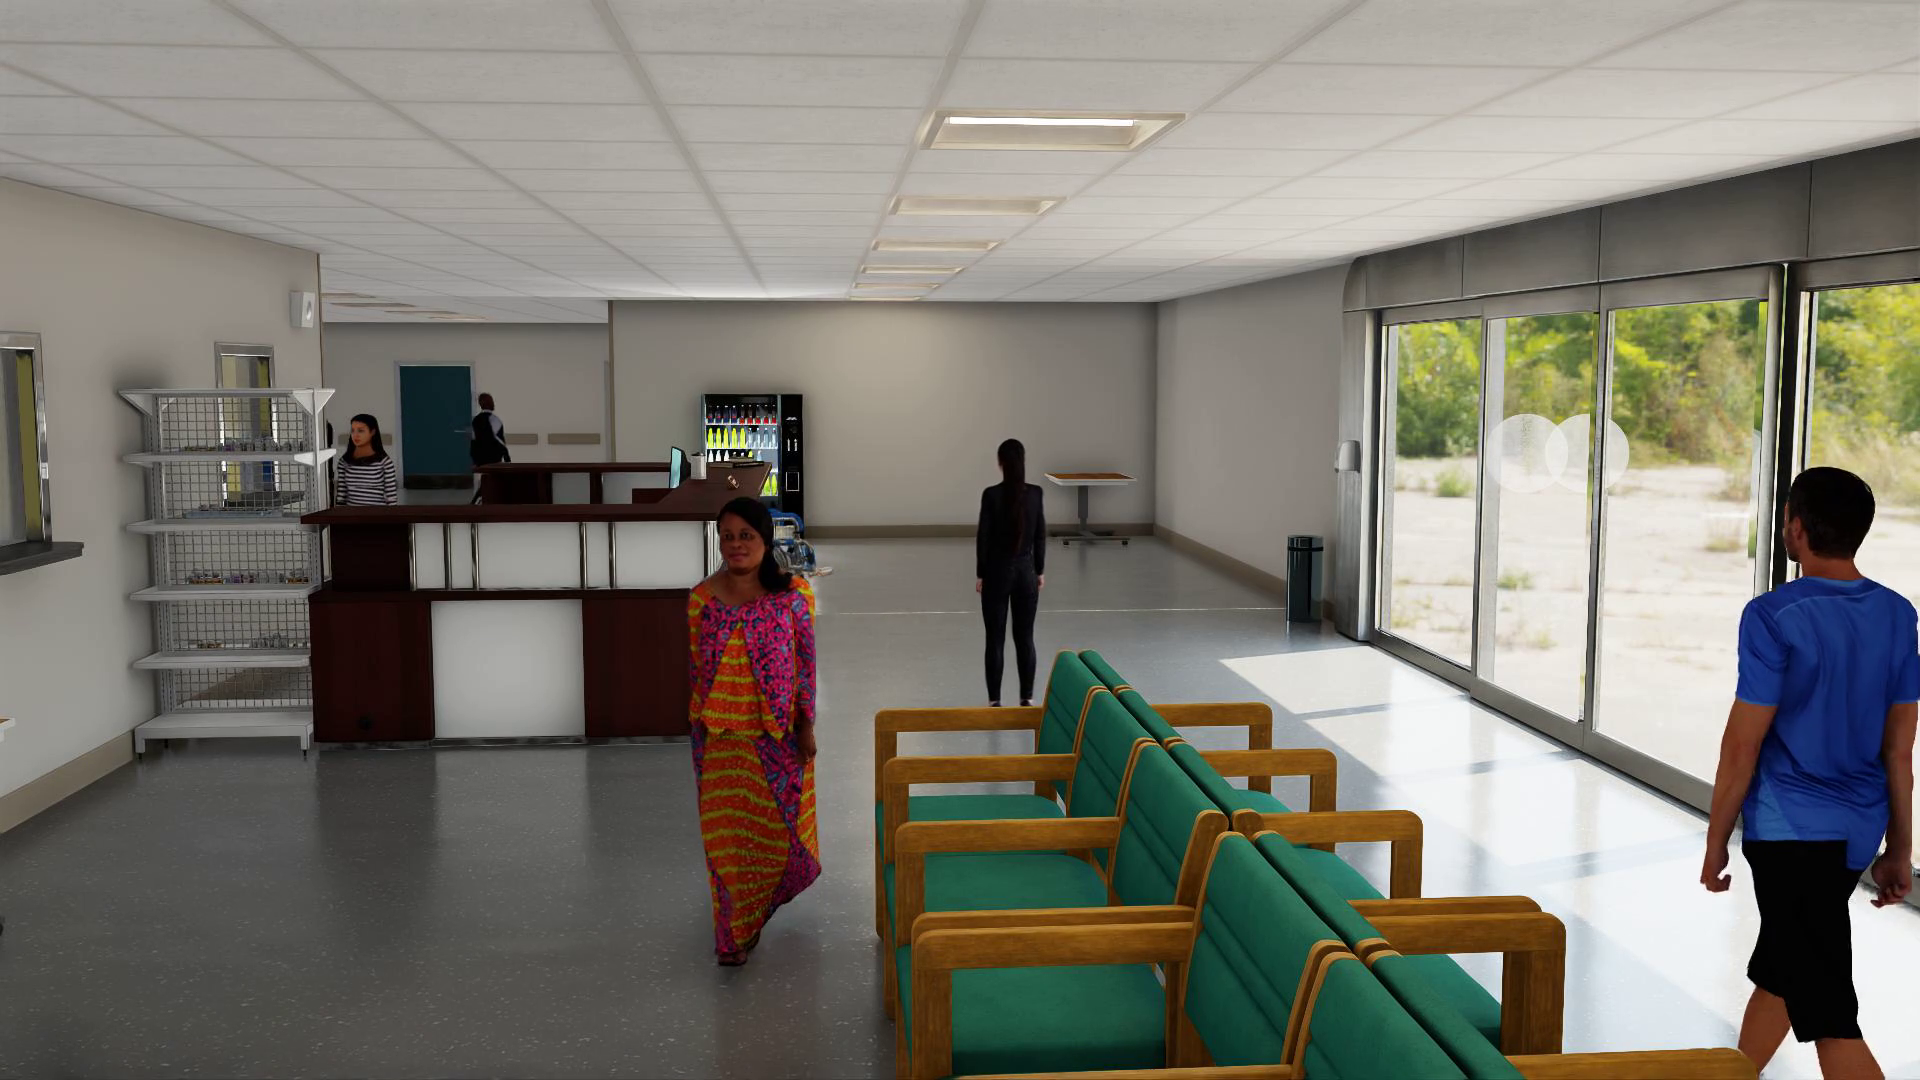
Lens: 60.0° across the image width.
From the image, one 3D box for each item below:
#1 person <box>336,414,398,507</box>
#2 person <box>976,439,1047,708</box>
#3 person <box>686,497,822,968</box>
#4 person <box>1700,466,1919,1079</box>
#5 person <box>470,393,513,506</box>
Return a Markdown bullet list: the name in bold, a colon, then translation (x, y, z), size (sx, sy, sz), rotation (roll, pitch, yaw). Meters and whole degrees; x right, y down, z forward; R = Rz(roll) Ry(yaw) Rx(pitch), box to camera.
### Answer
- **person**: translation (-4.400, -0.045, 12.379), size (0.476, 1.794, 0.677), rotation (0, 6, 1)
- **person**: translation (0.304, 0.252, 9.840), size (0.490, 1.712, 0.672), rotation (-2, 6, -16)
- **person**: translation (-0.725, 0.659, 6.056), size (0.980, 1.660, 0.713), rotation (0, 6, -1)
- **person**: translation (2.124, 0.783, 4.023), size (1.192, 1.820, 0.803), rotation (-1, 6, -12)
- **person**: translation (-6.445, -1.062, 22.452), size (1.168, 1.801, 1.241), rotation (5, 8, 41)
